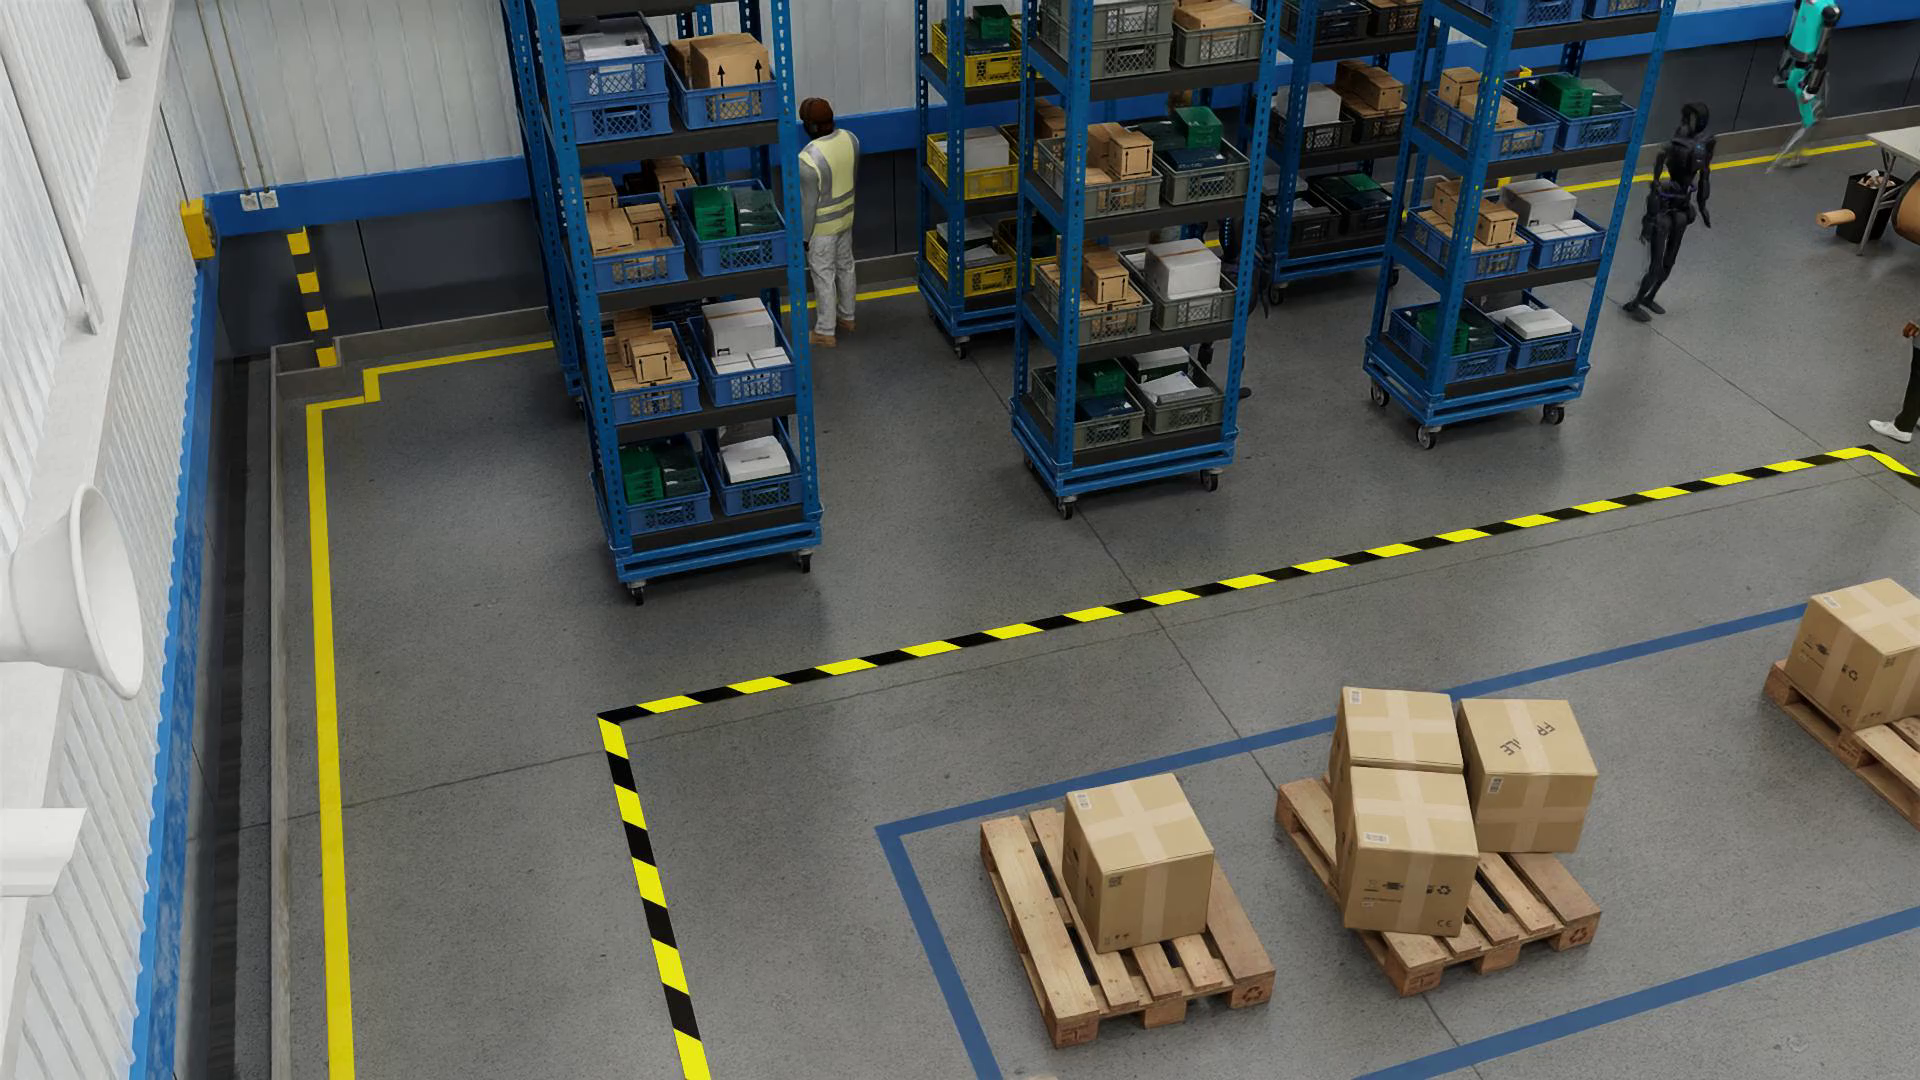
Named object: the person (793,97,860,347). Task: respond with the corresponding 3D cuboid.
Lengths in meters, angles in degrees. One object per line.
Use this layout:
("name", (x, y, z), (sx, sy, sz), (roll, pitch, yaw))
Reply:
("person", (-0.973, -2.275, 11.921), (0.429, 1.838, 0.620), (20, 40, 26))

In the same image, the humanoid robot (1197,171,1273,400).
("humanoid robot", (1.818, -1.735, 11.280), (0.599, 1.657, 0.315), (20, 40, 26))

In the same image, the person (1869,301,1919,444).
("person", (6.403, -1.491, 10.799), (0.587, 1.849, 0.396), (-11, 37, -15))

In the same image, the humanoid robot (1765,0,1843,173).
("humanoid robot", (7.542, -4.027, 14.532), (0.780, 1.810, 0.562), (-6, 36, -8))

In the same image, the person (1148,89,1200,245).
("person", (1.575, -2.329, 11.922), (0.370, 1.934, 0.628), (26, 43, 32))

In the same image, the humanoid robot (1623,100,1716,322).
("humanoid robot", (5.306, -2.429, 12.276), (0.599, 1.654, 0.385), (-15, 38, -21))
